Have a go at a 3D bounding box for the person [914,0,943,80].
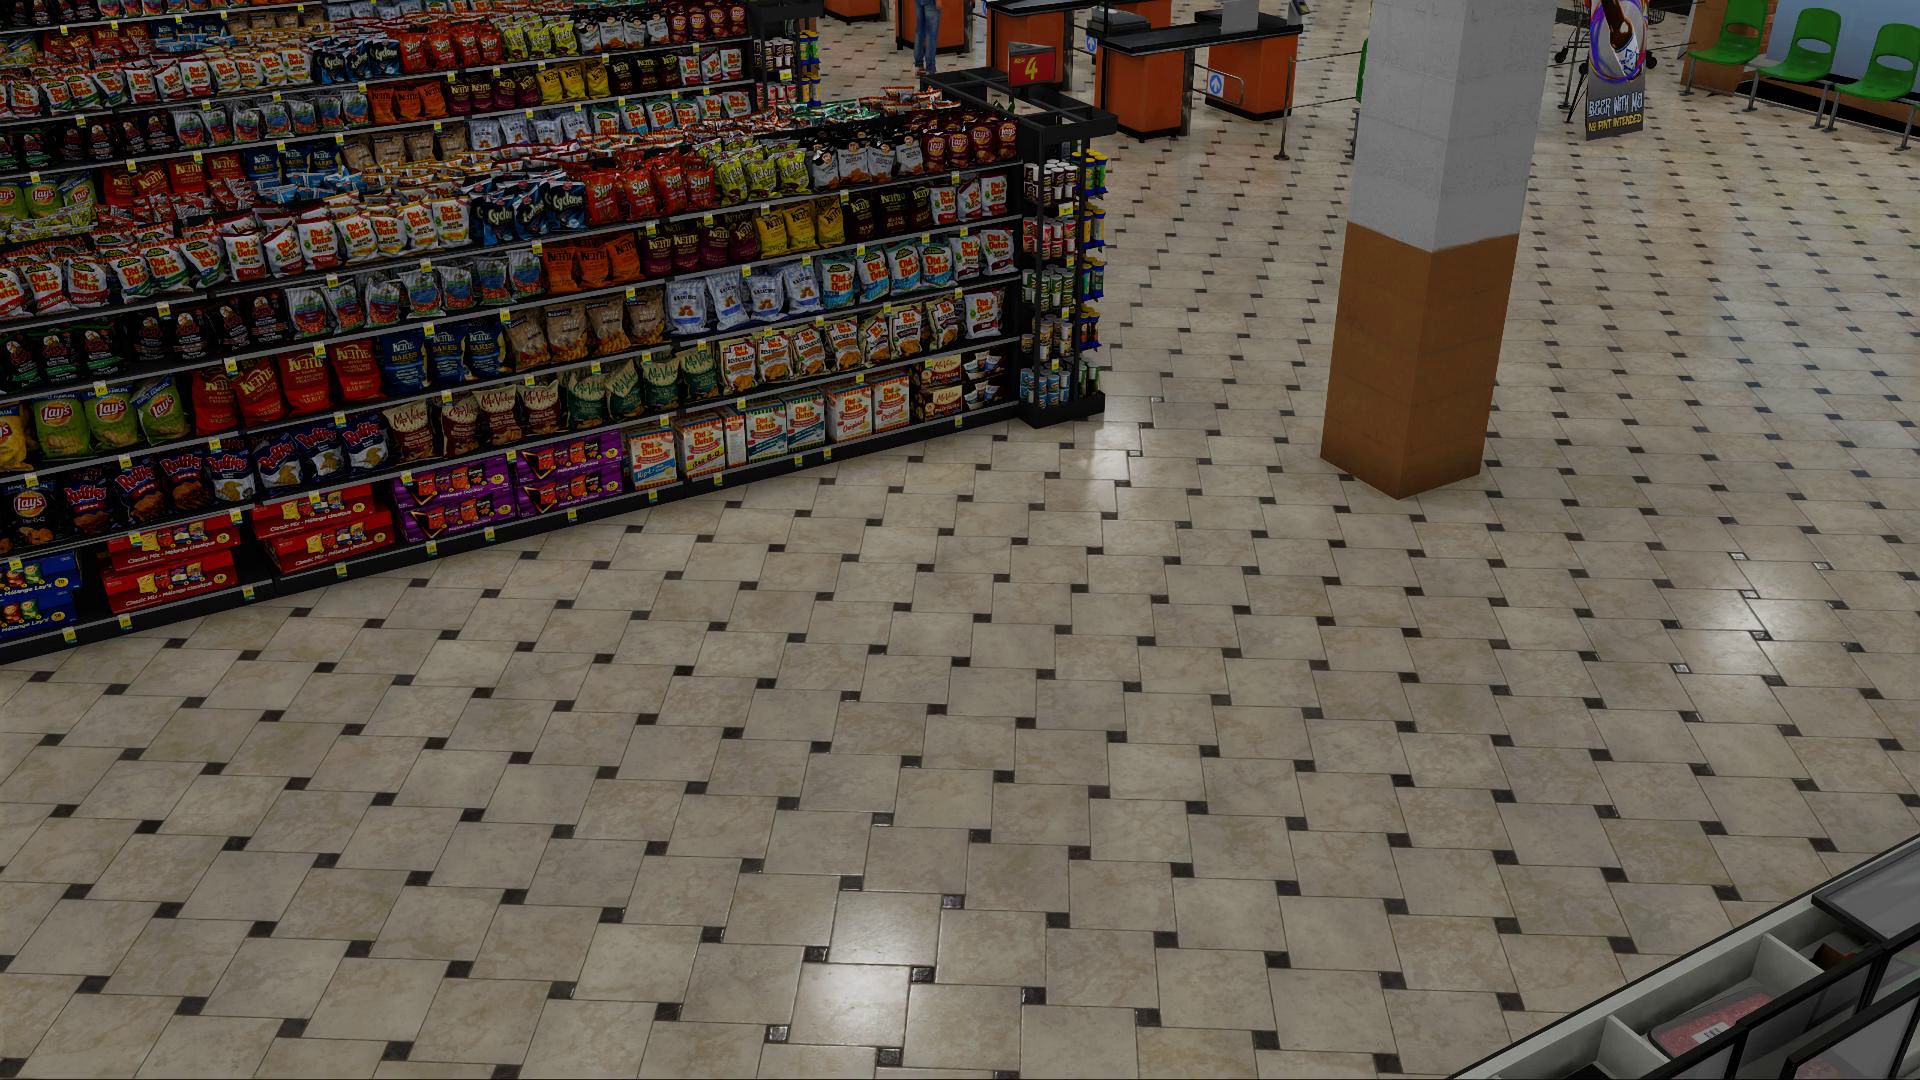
[{"bbox_3d":[-0.374,-6.244,19.054,0.548,1.903,0.666,-16,33,-27],"label":"person"}]
